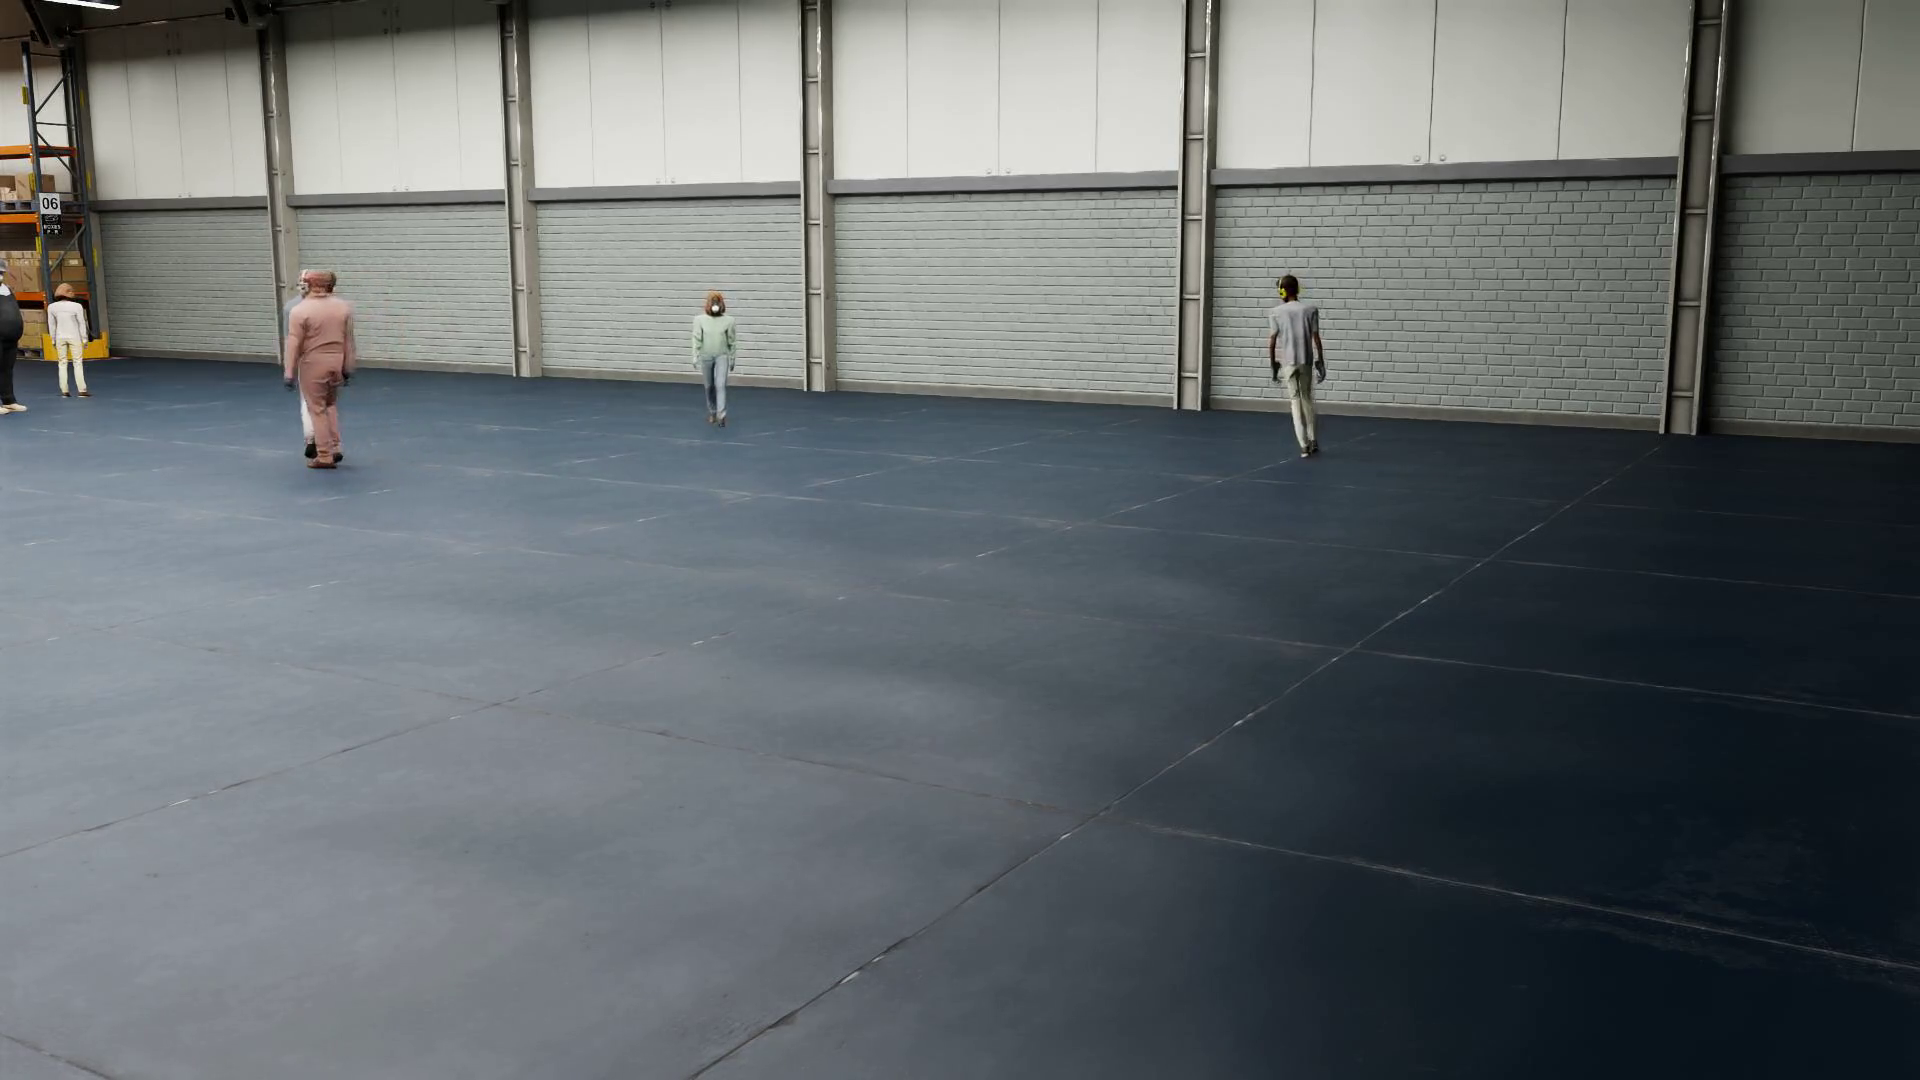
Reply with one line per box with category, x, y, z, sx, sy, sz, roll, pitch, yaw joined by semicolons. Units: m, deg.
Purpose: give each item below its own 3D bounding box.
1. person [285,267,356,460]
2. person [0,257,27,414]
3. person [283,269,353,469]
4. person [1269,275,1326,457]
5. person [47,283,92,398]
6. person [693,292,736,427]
person;-6.264;-1.714;16.341;0.648;1.909;0.437;-3;10;-15
person;-12.359;-2.649;21.447;0.537;2.000;0.674;1;10;6
person;-6.146;-1.616;15.812;0.510;1.893;0.681;5;11;27
person;3.408;-1.765;16.886;0.578;1.831;0.602;0;10;2
person;-12.768;-2.853;23.835;0.498;1.633;0.280;-1;10;-4
person;-2.946;-2.182;20.008;0.499;1.598;0.817;0;10;-3
